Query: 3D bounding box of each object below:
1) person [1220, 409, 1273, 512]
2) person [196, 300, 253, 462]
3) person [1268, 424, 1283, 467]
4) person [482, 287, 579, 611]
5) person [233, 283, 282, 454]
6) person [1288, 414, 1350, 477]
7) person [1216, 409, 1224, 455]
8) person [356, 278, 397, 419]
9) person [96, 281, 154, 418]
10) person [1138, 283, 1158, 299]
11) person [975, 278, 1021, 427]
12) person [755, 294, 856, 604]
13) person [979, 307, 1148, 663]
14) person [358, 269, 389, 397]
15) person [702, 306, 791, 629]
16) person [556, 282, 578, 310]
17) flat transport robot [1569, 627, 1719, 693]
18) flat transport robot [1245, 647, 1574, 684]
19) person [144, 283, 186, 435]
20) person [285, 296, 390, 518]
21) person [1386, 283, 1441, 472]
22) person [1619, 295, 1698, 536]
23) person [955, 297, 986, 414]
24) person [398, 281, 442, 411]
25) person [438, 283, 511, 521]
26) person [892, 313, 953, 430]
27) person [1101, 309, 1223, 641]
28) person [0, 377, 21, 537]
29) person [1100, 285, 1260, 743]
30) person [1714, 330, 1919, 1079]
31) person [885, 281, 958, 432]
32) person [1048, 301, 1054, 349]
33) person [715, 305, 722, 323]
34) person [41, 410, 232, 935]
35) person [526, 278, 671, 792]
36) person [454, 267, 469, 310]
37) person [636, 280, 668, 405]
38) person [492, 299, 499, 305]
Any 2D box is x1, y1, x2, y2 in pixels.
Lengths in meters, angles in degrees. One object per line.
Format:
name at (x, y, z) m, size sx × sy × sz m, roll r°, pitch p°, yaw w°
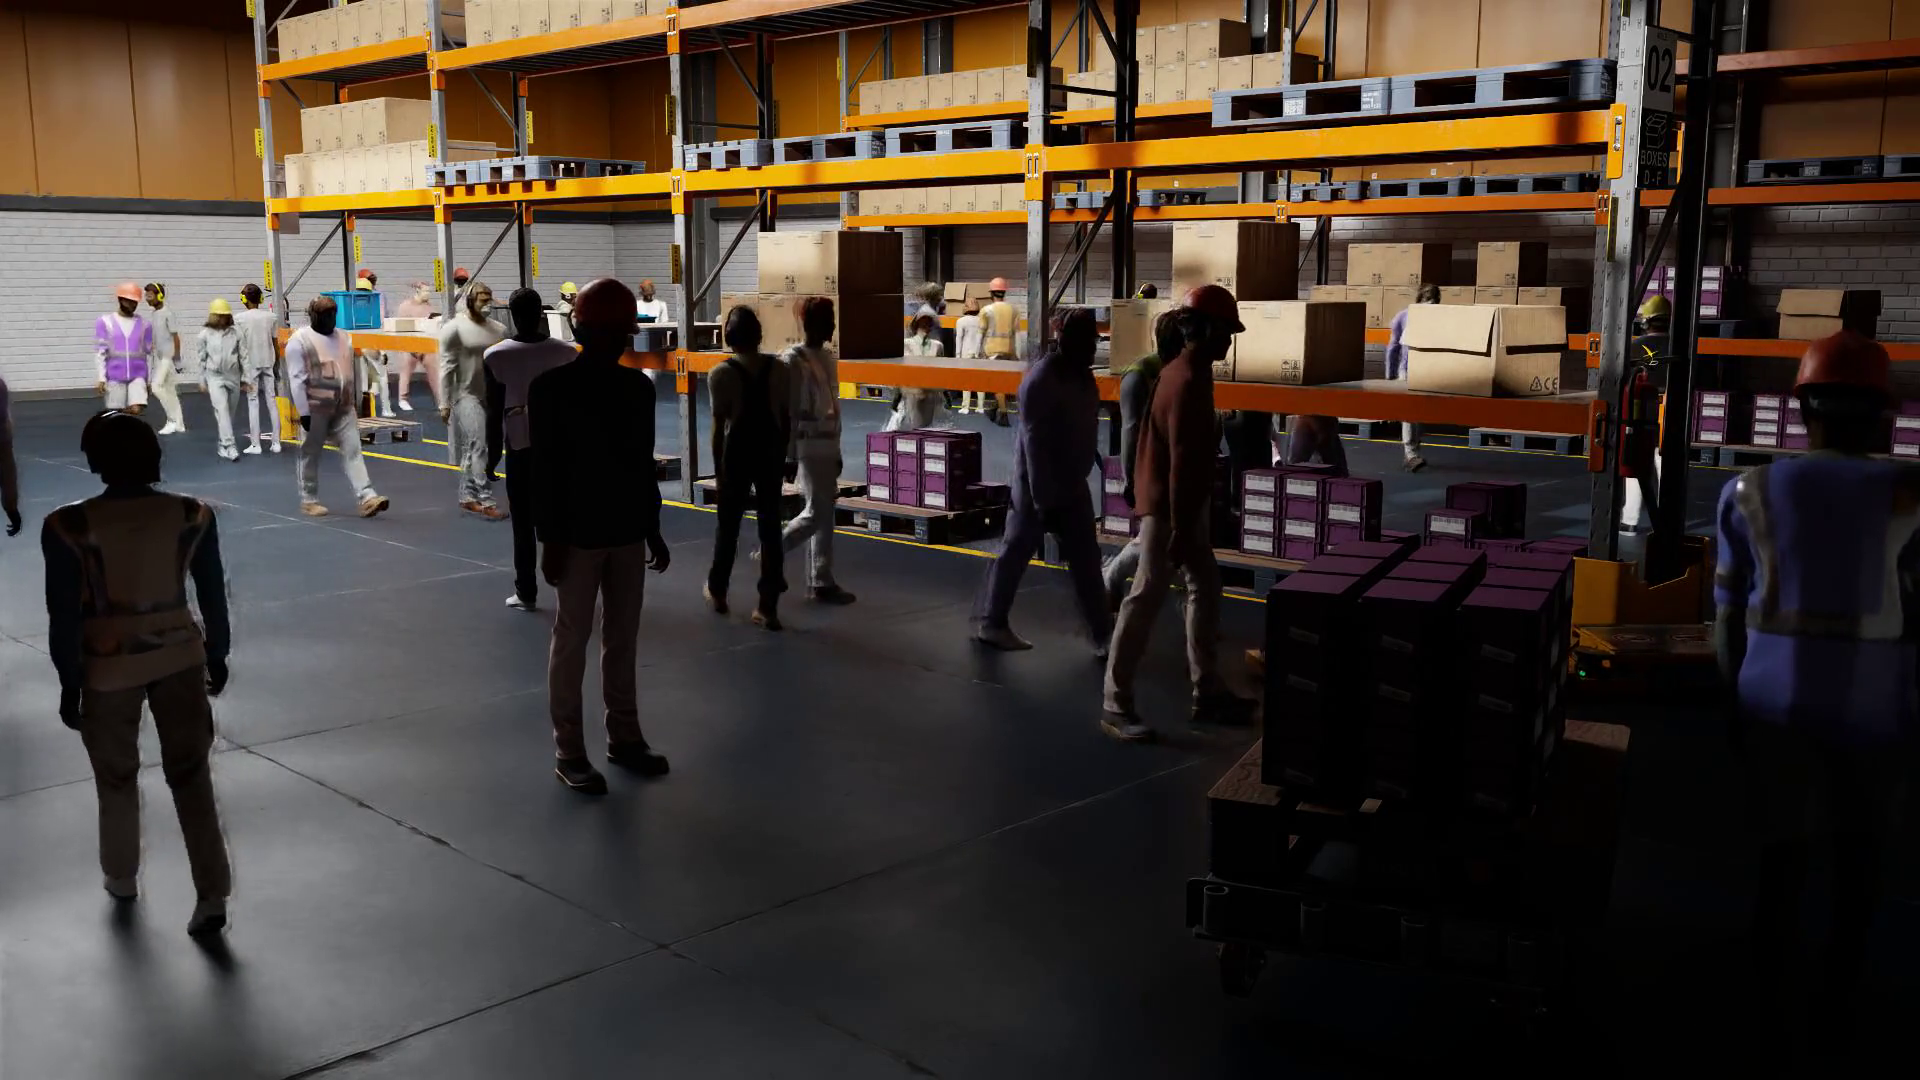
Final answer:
person at (2.303, -1.200, 13.567) m, size 0.537 × 2.000 × 0.689 m, roll 8°, pitch 12°, yaw 41°
person at (-7.769, -1.685, 17.585) m, size 0.498 × 1.691 × 0.912 m, roll -8°, pitch 12°, yaw -41°
person at (2.761, -1.456, 15.560) m, size 0.652 × 1.894 × 0.452 m, roll -5°, pitch 10°, yaw -26°
person at (-2.521, -0.533, 9.873) m, size 0.587 × 1.913 × 0.391 m, roll -5°, pitch 11°, yaw -30°
person at (-7.699, -1.871, 18.230) m, size 0.329 × 1.865 × 0.507 m, roll 9°, pitch 13°, yaw 44°
person at (2.579, -0.753, 11.856) m, size 0.517 × 1.708 × 0.943 m, roll -8°, pitch 12°, yaw -39°
person at (2.886, -1.647, 16.717) m, size 0.855 × 1.900 × 0.562 m, roll 5°, pitch 10°, yaw 27°
person at (-7.856, -2.525, 22.144) m, size 0.612 × 1.888 × 0.788 m, roll 1°, pitch 9°, yaw 6°
person at (-8.511, -1.685, 16.962) m, size 0.570 × 1.909 × 0.745 m, roll -6°, pitch 11°, yaw -33°
person at (2.061, -1.907, 18.427) m, size 0.508 × 1.872 × 0.329 m, roll -7°, pitch 12°, yaw -37°
person at (0.449, -2.434, 21.575) m, size 0.574 × 1.891 × 0.948 m, roll -4°, pitch 10°, yaw -23°
person at (-0.915, -0.539, 10.032) m, size 0.543 × 1.871 × 0.598 m, roll 4°, pitch 10°, yaw 22°
person at (0.507, -0.278, 8.566) m, size 1.039 × 1.828 × 0.647 m, roll 8°, pitch 12°, yaw 39°
person at (-9.190, -3.225, 26.074) m, size 0.610 × 2.013 × 0.803 m, roll 3°, pitch 10°, yaw 20°
person at (-1.227, -0.433, 9.572) m, size 0.522 × 1.802 × 0.900 m, roll -4°, pitch 10°, yaw -22°
person at (-5.995, -3.027, 25.460) m, size 0.403 × 1.824 × 0.604 m, roll -2°, pitch 10°, yaw -13°
flat transport robot at (3.646, 0.573, 8.111) m, size 1.431 × 0.197 × 0.652 m, roll 0°, pitch 9°, yaw 1°
flat transport robot at (2.185, 0.569, 8.136) m, size 1.431 × 0.197 × 0.652 m, roll -1°, pitch 9°, yaw -9°
person at (-9.778, -2.209, 20.357) m, size 0.524 × 1.843 × 0.502 m, roll -8°, pitch 13°, yaw -42°
person at (-5.063, -1.055, 13.424) m, size 0.953 × 1.791 × 0.658 m, roll 7°, pitch 11°, yaw 35°
person at (4.607, -1.630, 16.684) m, size 0.651 × 1.881 × 0.962 m, roll 1°, pitch 9°, yaw 9°
person at (5.240, -0.936, 12.600) m, size 0.592 × 1.831 × 0.404 m, roll 0°, pitch 9°, yaw 2°
person at (0.163, -2.576, 23.290) m, size 0.499 × 1.626 × 0.281 m, roll -5°, pitch 11°, yaw -29°
person at (-7.661, -2.741, 23.625) m, size 1.047 × 1.843 × 0.643 m, roll 6°, pitch 11°, yaw 34°
person at (-3.822, -1.113, 13.446) m, size 0.875 × 1.900 × 0.654 m, roll 6°, pitch 11°, yaw 34°
person at (-0.331, -1.338, 15.758) m, size 0.535 × 1.598 × 0.826 m, roll -6°, pitch 11°, yaw -32°
person at (1.109, -0.367, 9.194) m, size 0.642 × 1.815 × 0.761 m, roll -7°, pitch 11°, yaw -35°
person at (-4.921, -0.225, 8.091) m, size 0.972 × 1.885 × 0.602 m, roll 9°, pitch 13°, yaw 43°
person at (1.000, -0.122, 7.237) m, size 0.837 × 1.941 × 0.732 m, roll 1°, pitch 9°, yaw 5°
person at (2.209, 0.412, 4.215) m, size 0.585 × 1.867 × 1.023 m, roll 5°, pitch 11°, yaw 30°
person at (-0.409, -2.001, 18.973) m, size 1.040 × 1.891 × 0.627 m, roll 0°, pitch 9°, yaw -1°
person at (0.940, -2.032, 19.550) m, size 0.365 × 1.752 × 0.551 m, roll 3°, pitch 10°, yaw 20°
person at (-3.371, -2.769, 24.437) m, size 0.507 × 1.632 × 0.267 m, roll -8°, pitch 12°, yaw -39°
person at (-2.487, 0.400, 5.102) m, size 0.527 × 1.601 × 0.835 m, roll -7°, pitch 12°, yaw -38°
person at (-1.400, -0.027, 6.545) m, size 0.393 × 1.986 × 0.609 m, roll 8°, pitch 12°, yaw 39°
person at (-8.035, -3.387, 26.962) m, size 0.608 × 2.047 × 0.365 m, roll -3°, pitch 10°, yaw -18°
person at (-4.651, -2.952, 24.843) m, size 0.583 × 1.866 × 0.675 m, roll -4°, pitch 10°, yaw -24°
person at (-6.692, -2.673, 23.952) m, size 0.511 × 1.603 × 0.800 m, roll -9°, pitch 13°, yaw -43°
